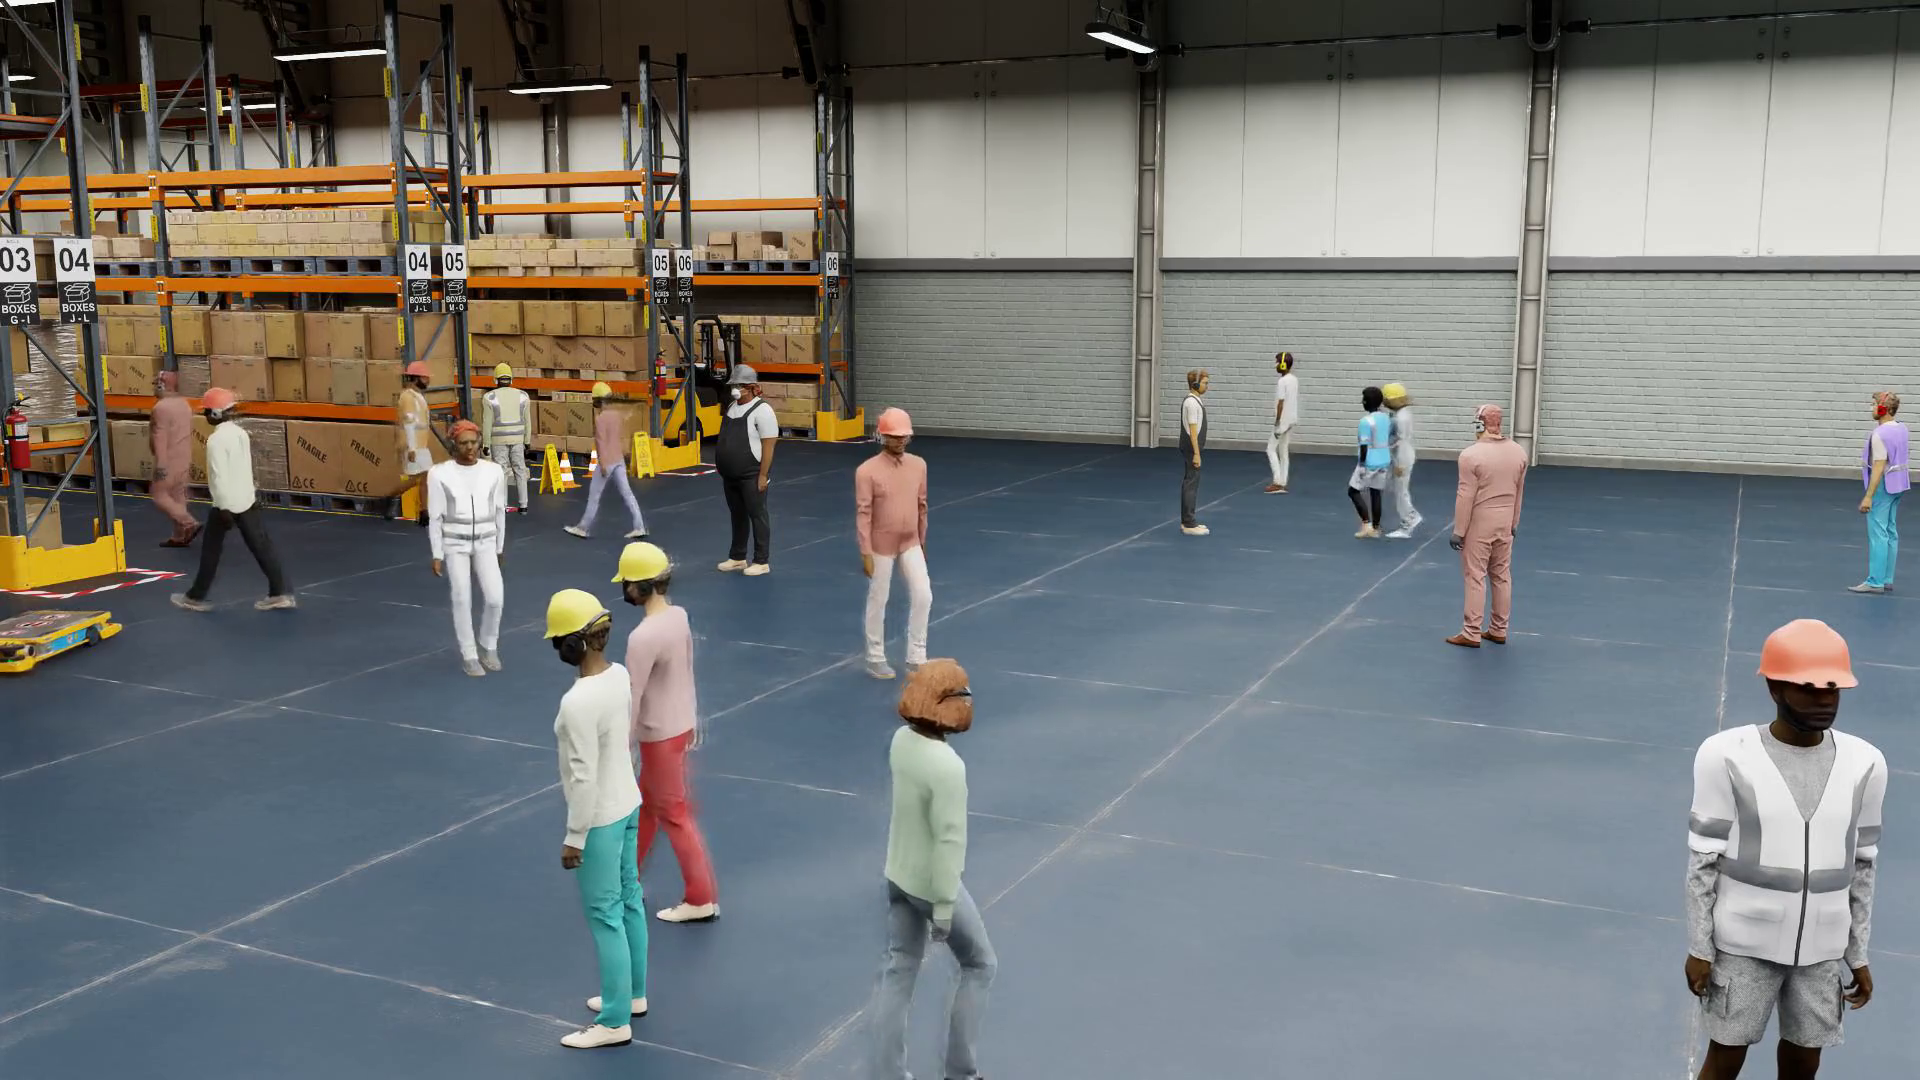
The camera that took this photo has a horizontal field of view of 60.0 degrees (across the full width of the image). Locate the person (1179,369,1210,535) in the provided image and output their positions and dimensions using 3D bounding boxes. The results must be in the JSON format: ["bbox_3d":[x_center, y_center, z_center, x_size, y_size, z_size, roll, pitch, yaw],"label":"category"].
[{"bbox_3d":[2.615,-0.978,18.512,0.345,1.845,0.508,1,9,4],"label":"person"}]

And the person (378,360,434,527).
[{"bbox_3d":[-6.279,-1.096,18.996,0.650,1.916,0.558,1,9,6],"label":"person"}]

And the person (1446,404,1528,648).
[{"bbox_3d":[4.093,-0.109,12.997,0.642,1.907,0.410,-5,10,-26],"label":"person"}]

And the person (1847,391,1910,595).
[{"bbox_3d":[8.386,-0.424,15.104,0.563,1.847,0.388,-8,12,-40],"label":"person"}]

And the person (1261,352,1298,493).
[{"bbox_3d":[4.226,-1.538,21.890,0.394,1.864,0.541,7,12,37],"label":"person"}]

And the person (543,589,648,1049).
[{"bbox_3d":[-1.396,1.053,6.328,0.343,1.757,0.526,1,9,8],"label":"person"}]

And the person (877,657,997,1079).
[{"bbox_3d":[-0.059,1.202,5.833,0.563,1.613,0.503,-6,11,-31],"label":"person"}]

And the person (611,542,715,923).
[{"bbox_3d":[-1.445,0.869,7.485,0.731,1.733,0.550,2,9,10],"label":"person"}]

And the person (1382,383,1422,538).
[{"bbox_3d":[4.797,-0.861,18.204,0.503,1.707,0.517,1,9,6],"label":"person"}]

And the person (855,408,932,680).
[{"bbox_3d":[-0.436,0.053,11.801,0.651,1.962,0.762,-6,11,-34],"label":"person"}]

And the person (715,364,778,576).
[{"bbox_3d":[-2.102,-0.680,16.082,0.683,2.000,0.538,9,13,43],"label":"person"}]

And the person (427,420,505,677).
[{"bbox_3d":[-3.539,0.071,12.007,0.581,1.868,0.430,-5,11,-29],"label":"person"}]

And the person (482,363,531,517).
[{"bbox_3d":[-5.419,-1.192,19.857,0.601,1.830,0.403,-7,11,-36],"label":"person"}]

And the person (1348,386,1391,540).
[{"bbox_3d":[4.455,-0.821,18.026,0.543,1.687,0.356,-8,12,-40],"label":"person"}]

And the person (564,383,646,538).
[{"bbox_3d":[-3.865,-0.858,18.168,0.924,1.714,0.551,3,10,15],"label":"person"}]

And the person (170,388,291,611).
[{"bbox_3d":[-6.293,-0.338,14.301,1.047,1.938,0.640,1,9,5],"label":"person"}]

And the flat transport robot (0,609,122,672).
[{"bbox_3d":[-7.106,0.754,12.704,0.652,0.197,1.431,0,9,2],"label":"flat transport robot"}]

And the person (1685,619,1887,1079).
[{"bbox_3d":[2.442,1.185,4.948,0.548,1.942,0.348,1,9,5],"label":"person"}]

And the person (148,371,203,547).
[{"bbox_3d":[-8.288,-0.837,17.499,0.463,1.889,0.661,0,9,-1],"label":"person"}]
